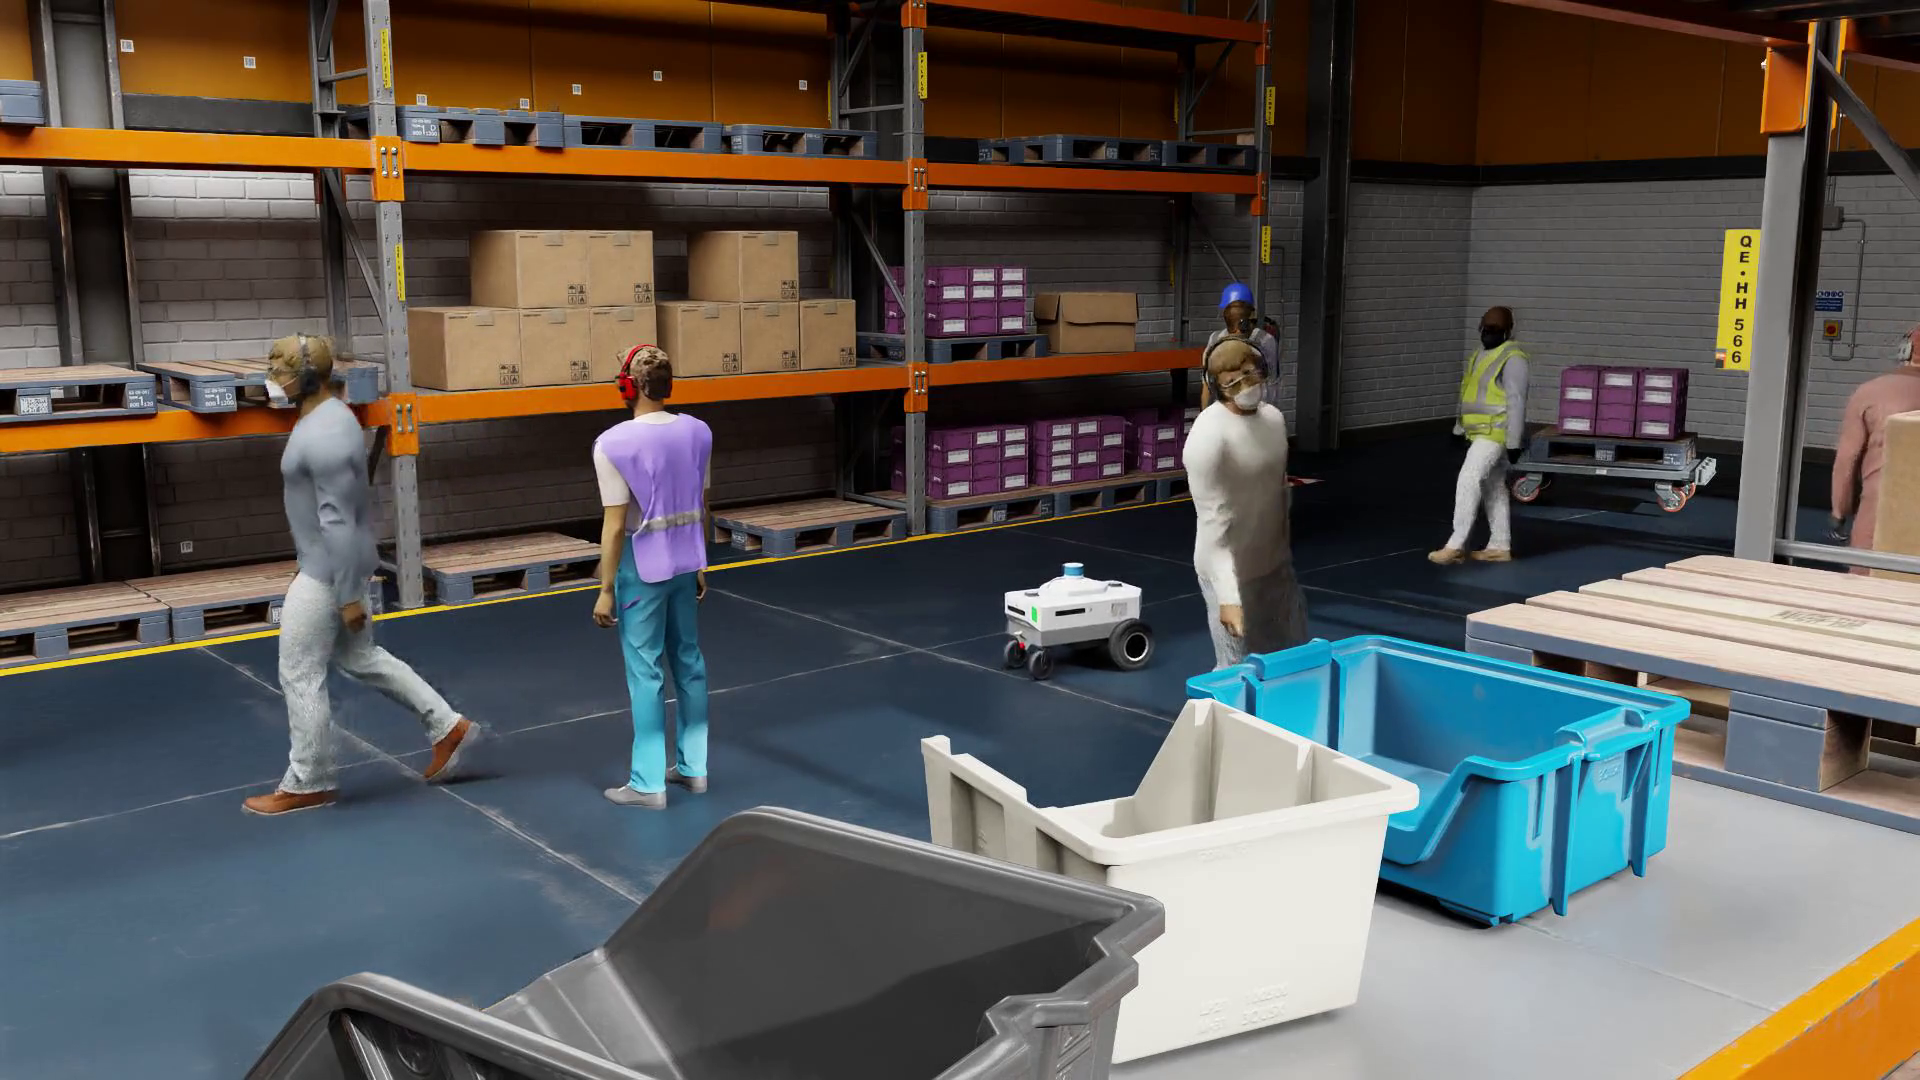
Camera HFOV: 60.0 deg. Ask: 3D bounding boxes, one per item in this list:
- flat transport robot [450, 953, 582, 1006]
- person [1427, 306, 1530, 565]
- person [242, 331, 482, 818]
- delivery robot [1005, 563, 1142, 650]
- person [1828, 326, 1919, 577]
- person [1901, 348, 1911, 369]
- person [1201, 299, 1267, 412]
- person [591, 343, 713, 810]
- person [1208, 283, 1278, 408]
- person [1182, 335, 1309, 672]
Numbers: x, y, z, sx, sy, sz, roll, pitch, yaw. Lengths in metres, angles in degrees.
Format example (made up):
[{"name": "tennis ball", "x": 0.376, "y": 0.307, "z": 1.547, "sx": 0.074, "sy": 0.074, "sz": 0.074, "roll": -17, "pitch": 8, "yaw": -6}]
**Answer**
[{"name": "flat transport robot", "x": -0.699, "y": 1.352, "z": 4.276, "sx": 1.431, "sy": 0.197, "sz": 0.652, "roll": 6, "pitch": 12, "yaw": 29}, {"name": "person", "x": 3.569, "y": -0.713, "z": 11.565, "sx": 0.740, "sy": 1.804, "sz": 0.614, "roll": 0, "pitch": 10, "yaw": 2}, {"name": "person", "x": -2.394, "y": 0.125, "z": 6.580, "sx": 0.865, "sy": 1.911, "sz": 0.631, "roll": -3, "pitch": 11, "yaw": -17}, {"name": "delivery robot", "x": 0.596, "y": 0.364, "z": 8.750, "sx": 0.707, "sy": 0.478, "sz": 0.477, "roll": -5, "pitch": 11, "yaw": -28}, {"name": "person", "x": 4.612, "y": -0.119, "z": 8.085, "sx": 0.683, "sy": 1.882, "sz": 0.560, "roll": 4, "pitch": 11, "yaw": 20}, {"name": "person", "x": 6.594, "y": -0.703, "z": 11.144, "sx": 0.591, "sy": 1.927, "sz": 0.366, "roll": 8, "pitch": 13, "yaw": 37}, {"name": "person", "x": 1.944, "y": -0.770, "z": 11.762, "sx": 0.505, "sy": 1.842, "sz": 0.349, "roll": 8, "pitch": 13, "yaw": 39}, {"name": "person", "x": -1.203, "y": 0.149, "z": 6.598, "sx": 0.389, "sy": 1.847, "sz": 0.567, "roll": 7, "pitch": 12, "yaw": 36}, {"name": "person", "x": 2.047, "y": -0.917, "z": 12.285, "sx": 0.609, "sy": 1.946, "sz": 0.405, "roll": 10, "pitch": 14, "yaw": 43}, {"name": "person", "x": 1.112, "y": 0.146, "z": 6.503, "sx": 0.411, "sy": 1.899, "sz": 0.735, "roll": 8, "pitch": 13, "yaw": 39}]
